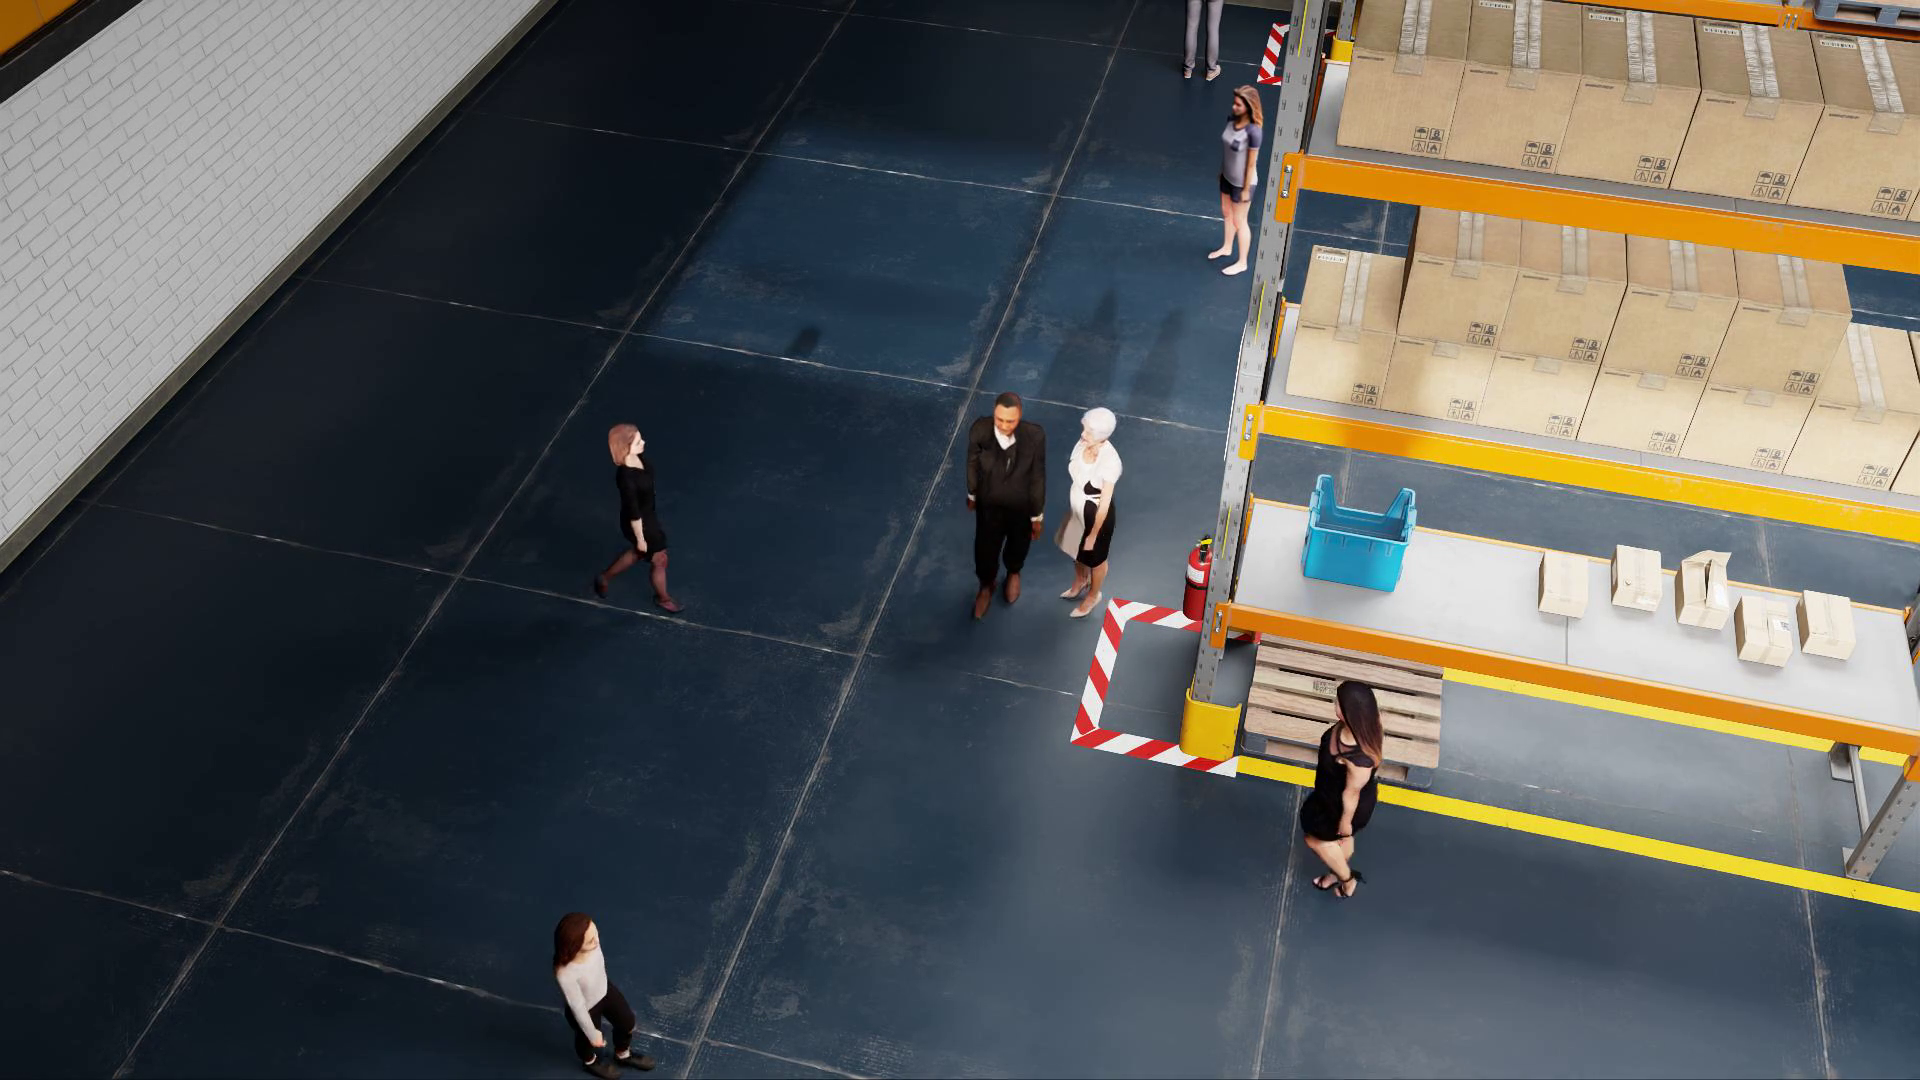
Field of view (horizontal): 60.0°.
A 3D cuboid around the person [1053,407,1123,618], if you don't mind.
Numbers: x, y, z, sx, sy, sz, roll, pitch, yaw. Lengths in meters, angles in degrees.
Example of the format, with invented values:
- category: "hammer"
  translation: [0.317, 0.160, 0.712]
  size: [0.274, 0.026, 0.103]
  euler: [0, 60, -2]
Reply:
- category: "person"
  translation: [0.921, -0.179, 11.010]
  size: [0.787, 1.751, 0.749]
  euler: [-15, 46, -16]

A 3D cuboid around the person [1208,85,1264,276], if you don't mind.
- category: "person"
  translation: [2.364, -3.052, 14.044]
  size: [0.720, 1.726, 0.679]
  euler: [-16, 46, -16]

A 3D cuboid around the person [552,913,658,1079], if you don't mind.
- category: "person"
  translation: [-1.973, 2.360, 8.548]
  size: [0.611, 1.471, 0.552]
  euler: [13, 45, 13]

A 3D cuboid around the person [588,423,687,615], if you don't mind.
- category: "person"
  translation: [-2.190, -0.106, 10.981]
  size: [0.951, 1.687, 0.781]
  euler: [-4, 44, -5]

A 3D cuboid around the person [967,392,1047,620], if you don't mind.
- category: "person"
  translation: [0.328, -0.335, 11.080]
  size: [0.764, 1.882, 0.814]
  euler: [3, 44, 3]

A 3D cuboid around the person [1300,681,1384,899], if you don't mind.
- category: "person"
  translation: [2.248, 1.458, 9.334]
  size: [0.691, 1.693, 0.668]
  euler: [11, 45, 11]

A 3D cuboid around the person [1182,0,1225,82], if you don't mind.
- category: "person"
  translation: [2.439, -5.507, 16.468]
  size: [0.519, 1.937, 0.720]
  euler: [13, 45, 13]
